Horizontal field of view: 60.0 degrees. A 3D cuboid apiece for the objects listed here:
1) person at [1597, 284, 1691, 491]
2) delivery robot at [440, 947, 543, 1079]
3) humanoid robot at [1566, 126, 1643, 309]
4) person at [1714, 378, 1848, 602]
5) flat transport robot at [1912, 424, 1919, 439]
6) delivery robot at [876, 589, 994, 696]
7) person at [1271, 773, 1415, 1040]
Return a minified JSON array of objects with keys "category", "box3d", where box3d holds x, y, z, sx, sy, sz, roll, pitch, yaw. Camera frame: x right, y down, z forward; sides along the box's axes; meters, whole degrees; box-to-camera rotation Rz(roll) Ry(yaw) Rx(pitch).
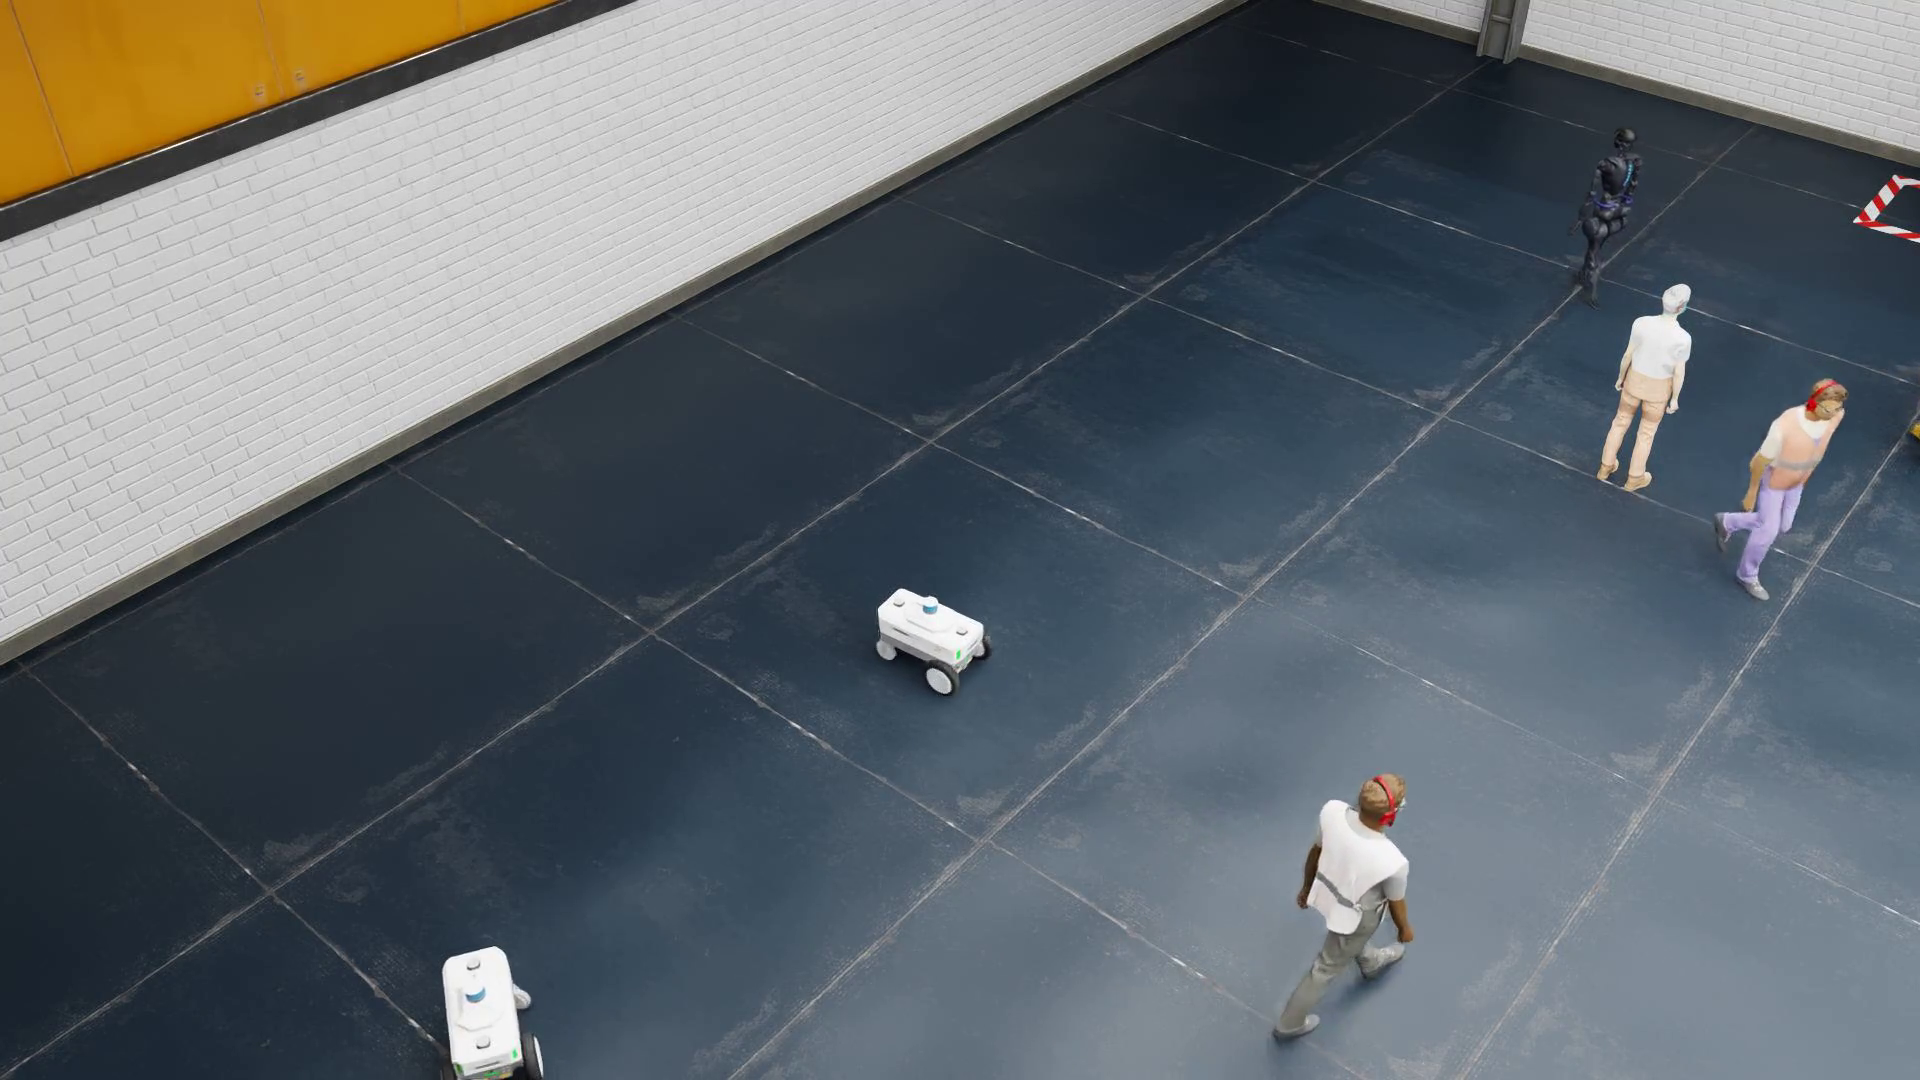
[{"category":"person","box3d":[5.192,-1.157,12.543,0.494,1.745,0.308,31,48,33]},{"category":"delivery robot","box3d":[-2.522,2.575,8.858,0.525,0.590,0.762,-12,40,-14]},{"category":"humanoid robot","box3d":[5.681,-2.918,14.802,0.597,1.637,0.671,-16,42,-19]},{"category":"person","box3d":[5.675,-0.448,11.608,0.595,1.813,0.604,-17,42,-19]},{"category":"flat transport robot","box3d":[8.285,-0.591,13.020,0.659,0.231,1.431,-14,41,-17]},{"category":"delivery robot","box3d":[-0.172,0.660,11.254,0.791,0.614,0.499,23,44,26]},{"category":"person","box3d":[2.096,1.896,8.714,0.981,1.791,0.566,-17,42,-20]}]
